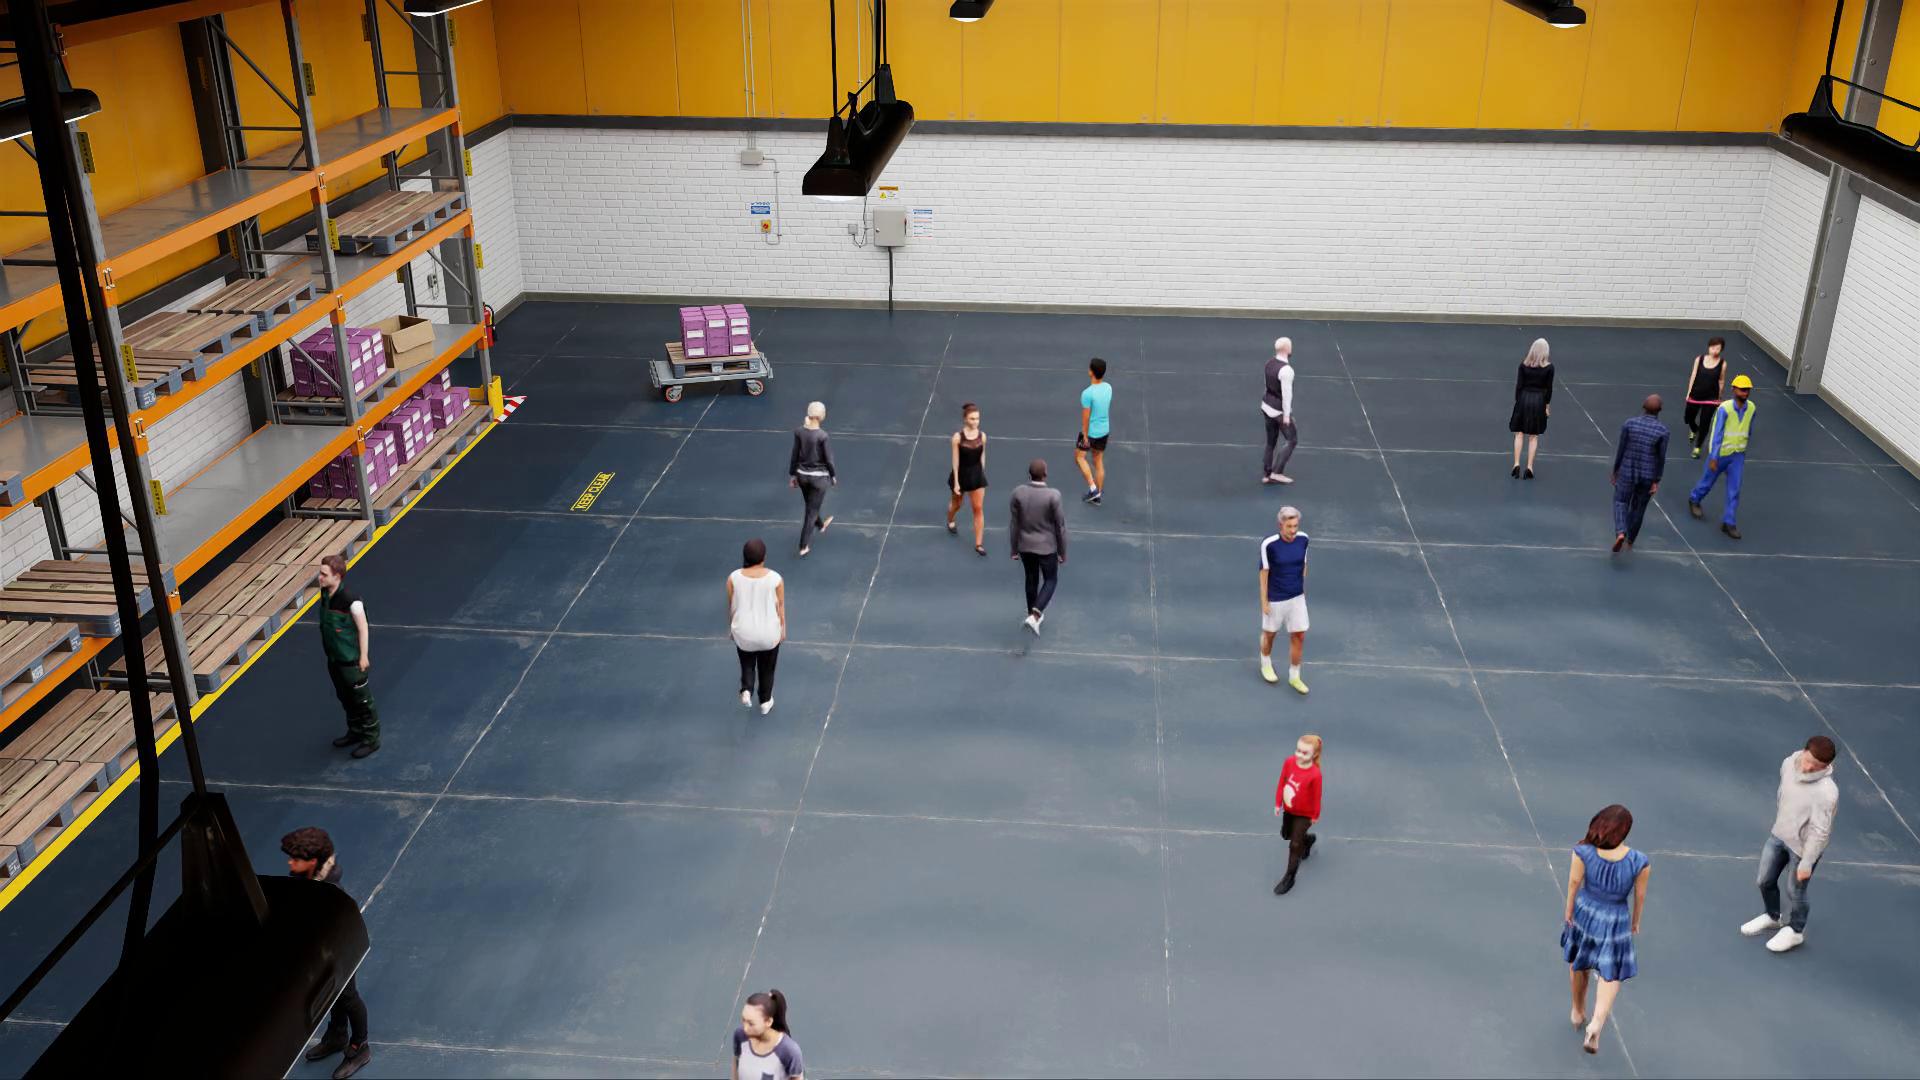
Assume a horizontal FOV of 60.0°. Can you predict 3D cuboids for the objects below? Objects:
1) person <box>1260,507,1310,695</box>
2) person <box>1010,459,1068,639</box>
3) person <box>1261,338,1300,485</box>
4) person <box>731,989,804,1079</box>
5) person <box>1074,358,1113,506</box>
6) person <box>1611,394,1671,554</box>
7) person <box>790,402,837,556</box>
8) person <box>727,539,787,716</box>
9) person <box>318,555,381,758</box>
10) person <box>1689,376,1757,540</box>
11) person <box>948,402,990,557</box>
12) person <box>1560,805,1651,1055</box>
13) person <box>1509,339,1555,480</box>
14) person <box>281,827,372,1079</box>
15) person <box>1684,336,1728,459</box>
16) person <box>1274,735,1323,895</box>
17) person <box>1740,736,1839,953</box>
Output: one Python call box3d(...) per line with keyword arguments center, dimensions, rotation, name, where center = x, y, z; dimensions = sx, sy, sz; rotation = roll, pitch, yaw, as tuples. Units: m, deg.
box3d(center=(2.926, 0.479, 15.317), dimensions=(0.834, 1.812, 0.971), rotation=(-7, 25, -15), name="person")
box3d(center=(0.728, 0.110, 16.166), dimensions=(0.893, 1.807, 1.015), rotation=(10, 25, 21), name="person")
box3d(center=(3.737, -1.514, 19.872), dimensions=(0.878, 1.814, 0.751), rotation=(-10, 25, -21), name="person")
box3d(center=(-1.031, 3.188, 9.337), dimensions=(0.704, 1.636, 0.735), rotation=(16, 28, 32), name="person")
box3d(center=(1.627, -1.219, 19.261), dimensions=(0.765, 1.763, 0.818), rotation=(-17, 29, -33), name="person")
box3d(center=(7.328, -0.692, 18.003), dimensions=(0.836, 1.806, 1.012), rotation=(10, 26, 22), name="person")
box3d(center=(-1.637, -0.646, 18.045), dimensions=(0.896, 1.687, 1.142), rotation=(10, 26, 22), name="person")
box3d(center=(-1.819, 0.805, 14.740), dimensions=(0.662, 1.677, 0.652), rotation=(3, 24, 6), name="person")
box3d(center=(-5.218, 0.971, 14.153), dimensions=(0.738, 1.841, 0.757), rotation=(18, 29, 35), name="person")
box3d(center=(8.584, -0.992, 18.724), dimensions=(0.833, 1.778, 1.246), rotation=(-3, 24, -6), name="person")
box3d(center=(0.052, -0.694, 18.212), dimensions=(0.841, 1.642, 1.145), rotation=(-7, 25, -16), name="person")
box3d(center=(4.101, 2.530, 10.647), dimensions=(0.851, 1.794, 1.004), rotation=(11, 26, 23), name="person")
box3d(center=(6.902, -1.587, 20.124), dimensions=(0.662, 1.746, 0.642), rotation=(9, 25, 20), name="person")
box3d(center=(-4.007, 2.581, 10.549), dimensions=(0.724, 1.778, 0.758), rotation=(19, 30, 37), name="person")
box3d(center=(9.380, -1.832, 20.940), dimensions=(0.754, 1.541, 0.883), rotation=(14, 27, 29), name="person")
box3d(center=(2.570, 2.006, 12.503), dimensions=(0.790, 1.267, 0.872), rotation=(22, 32, 40), name="person")
box3d(center=(5.891, 2.105, 11.610), dimensions=(0.886, 1.802, 0.798), rotation=(-3, 24, -6), name="person")
